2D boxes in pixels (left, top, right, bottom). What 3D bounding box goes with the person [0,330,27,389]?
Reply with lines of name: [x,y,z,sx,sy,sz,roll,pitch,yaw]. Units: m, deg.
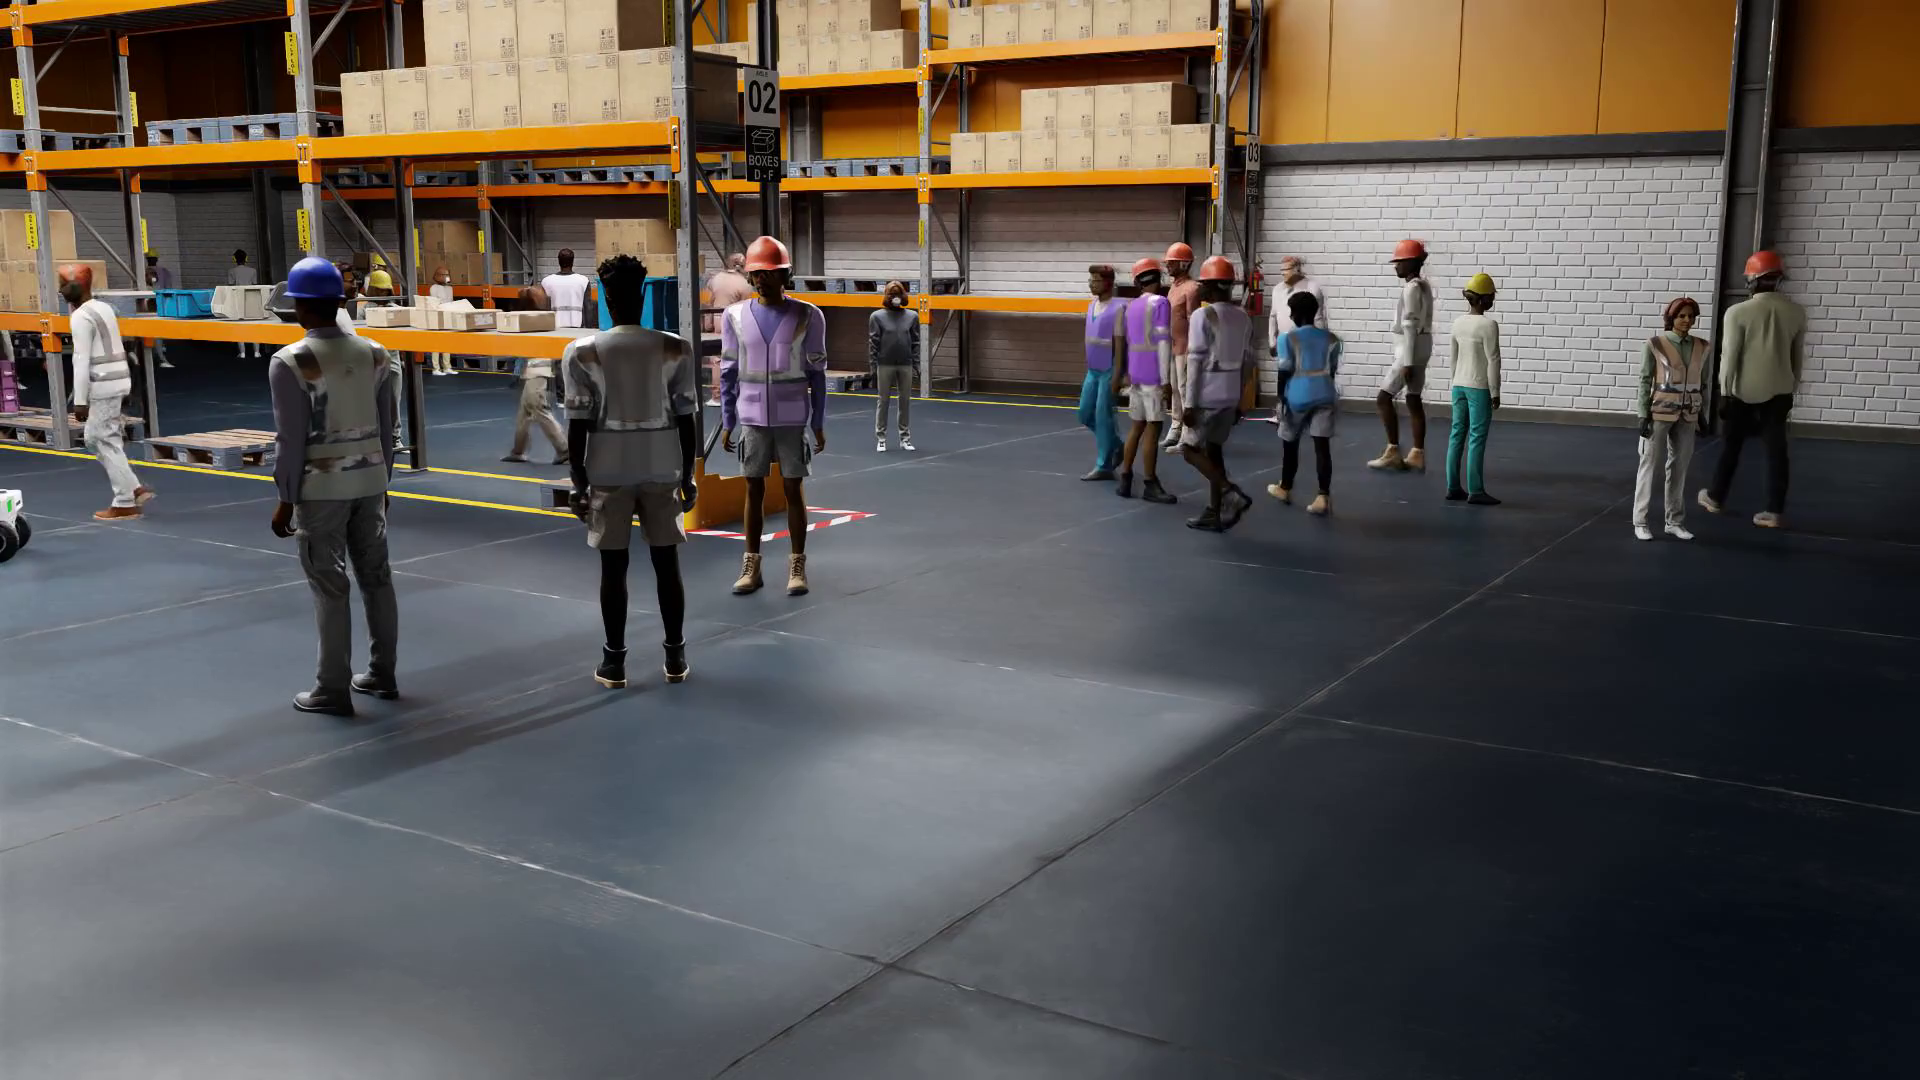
person: [-13.183,-2.951,22.603,0.858,1.838,0.537,4,11,21]

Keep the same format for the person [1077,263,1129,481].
person: [1.246,-1.410,14.034,0.470,1.832,0.566,-5,11,-26]

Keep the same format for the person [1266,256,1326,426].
person: [3.749,-2.195,18.360,1.005,1.858,0.693,-8,13,-38]

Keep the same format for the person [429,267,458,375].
person: [-7.768,-3.286,24.999,0.288,1.629,0.503,4,11,22]

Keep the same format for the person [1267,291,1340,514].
person: [2.574,-1.029,12.424,0.538,1.629,0.867,-2,10,-13]

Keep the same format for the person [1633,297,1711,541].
person: [4.812,-0.813,11.244,0.514,1.642,0.310,-2,10,-9]

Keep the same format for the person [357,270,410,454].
person: [-5.408,-1.650,15.606,0.484,1.741,0.302,-10,14,-43]

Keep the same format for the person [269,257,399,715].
person: [-2.685,-0.227,7.139,0.389,1.949,0.603,6,12,28]

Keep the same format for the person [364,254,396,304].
person: [-8.790,-3.441,25.301,0.403,1.822,0.589,2,10,12]

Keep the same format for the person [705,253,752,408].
person: [-2.790,-2.526,20.137,0.784,1.867,0.398,7,12,35]

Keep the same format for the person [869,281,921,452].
person: [-0.620,-1.658,15.942,0.509,1.632,0.266,-3,11,-17]

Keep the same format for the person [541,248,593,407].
person: [-4.740,-2.559,20.150,0.593,1.919,0.388,-1,10,-8]

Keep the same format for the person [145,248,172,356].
person: [-14.062,-4.148,29.050,0.598,1.885,0.965,-10,14,-43]

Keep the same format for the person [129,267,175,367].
person: [-12.956,-3.546,26.509,0.782,1.599,0.510,2,10,9]

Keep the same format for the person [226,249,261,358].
person: [-12.324,-4.070,28.644,0.508,1.876,0.328,-6,12,-28]

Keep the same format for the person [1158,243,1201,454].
person: [2.088,-1.819,15.832,0.384,1.996,0.610,-2,10,-13]

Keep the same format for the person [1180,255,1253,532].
person: [1.784,-0.977,11.383,0.558,1.917,0.552,-9,13,-39]

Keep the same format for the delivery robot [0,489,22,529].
delivery robot: [-6.348,-0.184,10.508,0.707,0.478,0.477,-4,11,-20]

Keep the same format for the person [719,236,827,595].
person: [-1.063,-0.692,9.456,0.612,2.041,0.394,1,10,5]

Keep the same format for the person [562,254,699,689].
person: [-1.480,-0.302,7.531,0.602,1.958,0.369,-4,11,-19]

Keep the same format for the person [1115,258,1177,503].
person: [1.494,-1.237,12.951,0.365,1.885,0.668,-4,11,-23]

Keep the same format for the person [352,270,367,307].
person: [-6.771,-2.193,18.758,0.321,1.689,0.530,4,11,23]

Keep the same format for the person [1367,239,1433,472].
person: [3.833,-1.600,14.536,0.650,2.023,0.654,5,11,25]

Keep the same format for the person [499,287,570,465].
person: [-3.846,-1.481,15.031,0.733,1.608,0.515,0,10,0]

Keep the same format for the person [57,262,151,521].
person: [-6.158,-1.051,11.923,0.411,1.866,0.597,-2,10,-12]

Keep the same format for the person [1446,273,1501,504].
person: [3.974,-1.161,12.820,0.305,1.772,0.525,-4,11,-22]

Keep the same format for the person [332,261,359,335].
person: [-4.347,-1.028,11.788,0.328,1.877,0.513,-2,10,-11]

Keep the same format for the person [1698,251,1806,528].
person: [5.726,-1.094,11.970,0.645,1.938,1.011,0,10,-1]
